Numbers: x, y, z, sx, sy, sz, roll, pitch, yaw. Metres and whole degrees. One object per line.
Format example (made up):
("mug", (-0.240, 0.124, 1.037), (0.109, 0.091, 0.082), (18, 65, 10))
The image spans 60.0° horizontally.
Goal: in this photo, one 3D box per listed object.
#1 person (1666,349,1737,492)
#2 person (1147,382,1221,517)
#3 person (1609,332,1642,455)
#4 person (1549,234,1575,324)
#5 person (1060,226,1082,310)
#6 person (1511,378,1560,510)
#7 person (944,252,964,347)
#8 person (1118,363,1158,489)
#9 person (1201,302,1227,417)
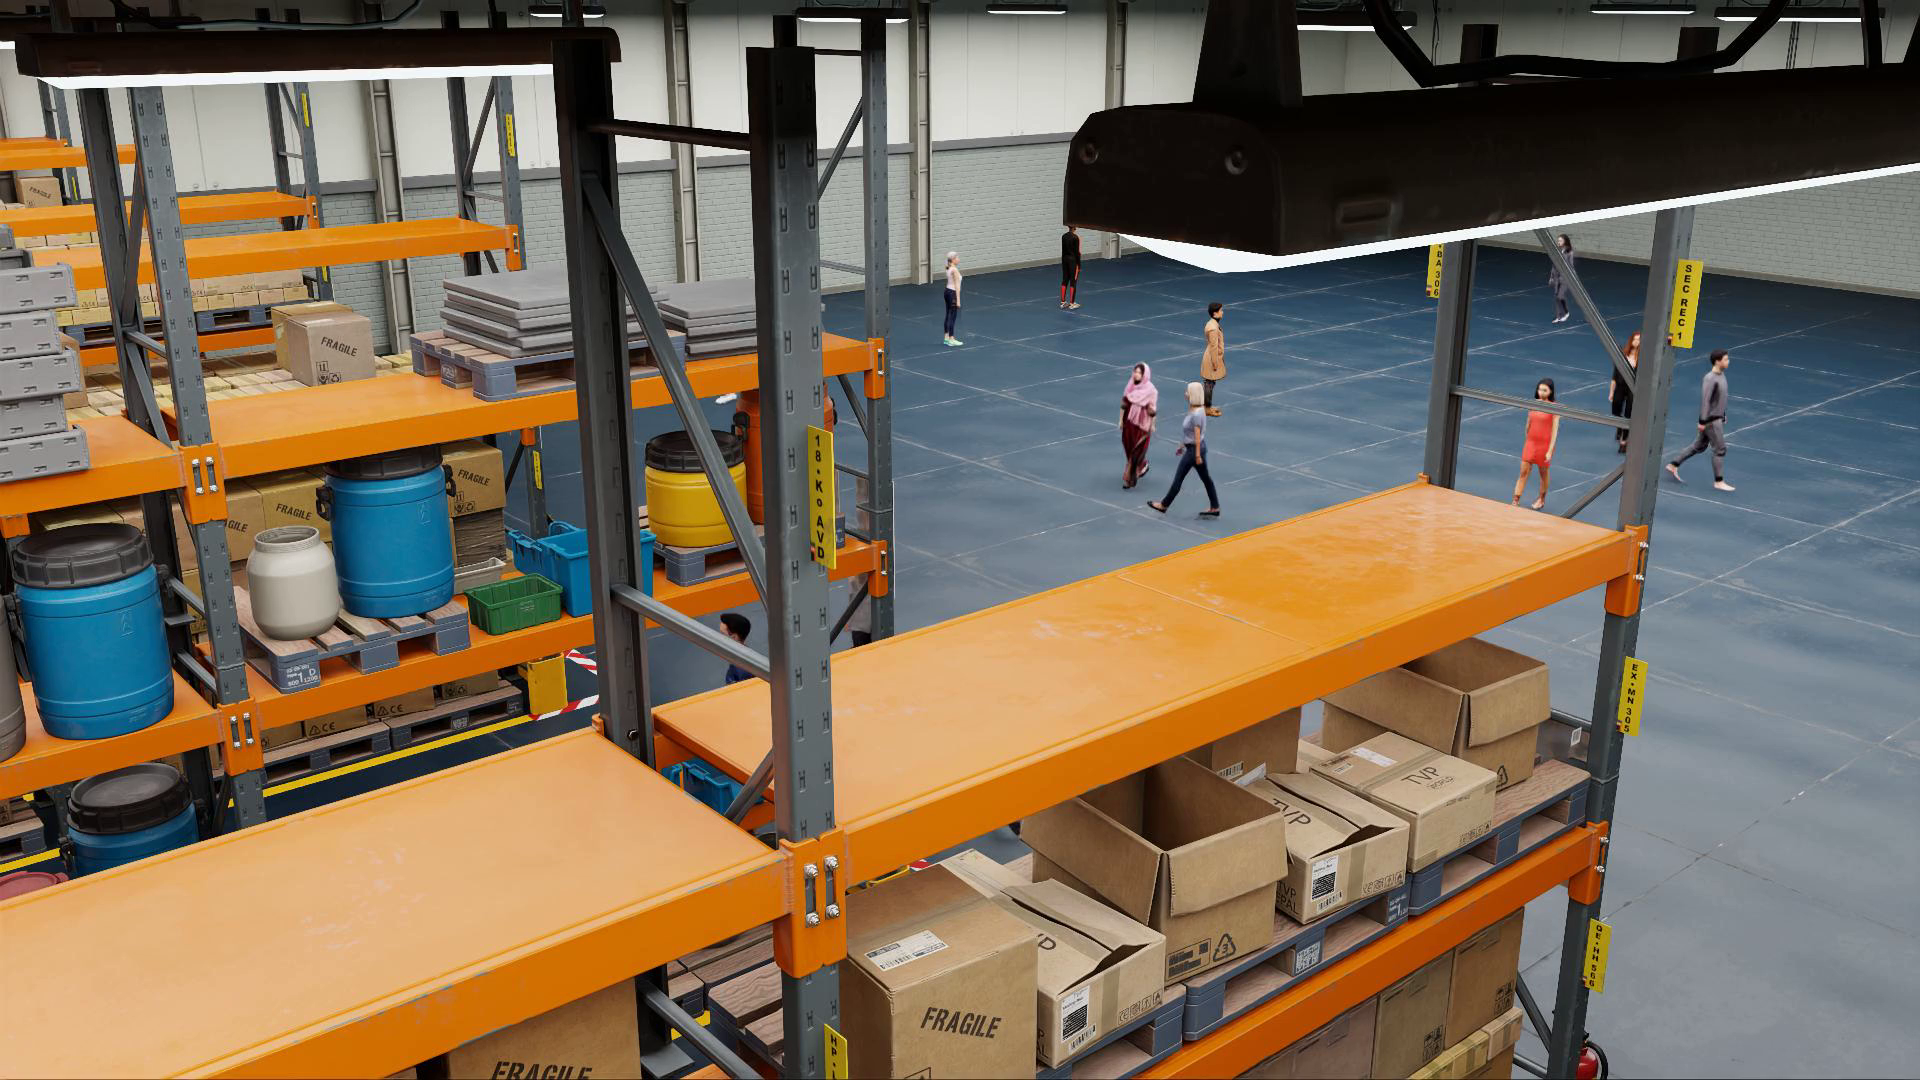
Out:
("person", (9.670, -1.586, 21.610), (0.965, 1.818, 1.147), (11, 21, 31))
("person", (2.953, -1.060, 20.231), (1.069, 1.671, 1.099), (4, 18, 12))
("person", (9.389, -2.098, 23.375), (0.829, 1.698, 1.022), (9, 20, 25))
("person", (11.839, -5.093, 32.503), (0.689, 1.741, 0.709), (-9, 20, -25))
("person", (2.274, -5.686, 34.217), (0.647, 1.807, 0.583), (14, 23, 37))
("person", (7.181, -1.147, 20.485), (0.702, 1.679, 1.107), (16, 24, 40))
("person", (-0.152, -4.445, 30.576), (0.639, 1.702, 0.666), (-7, 19, -21))
("person", (2.355, -1.520, 21.757), (0.805, 1.601, 1.110), (12, 22, 33))
("person", (3.852, -2.776, 25.415), (0.816, 1.725, 0.760), (1, 18, 3))
